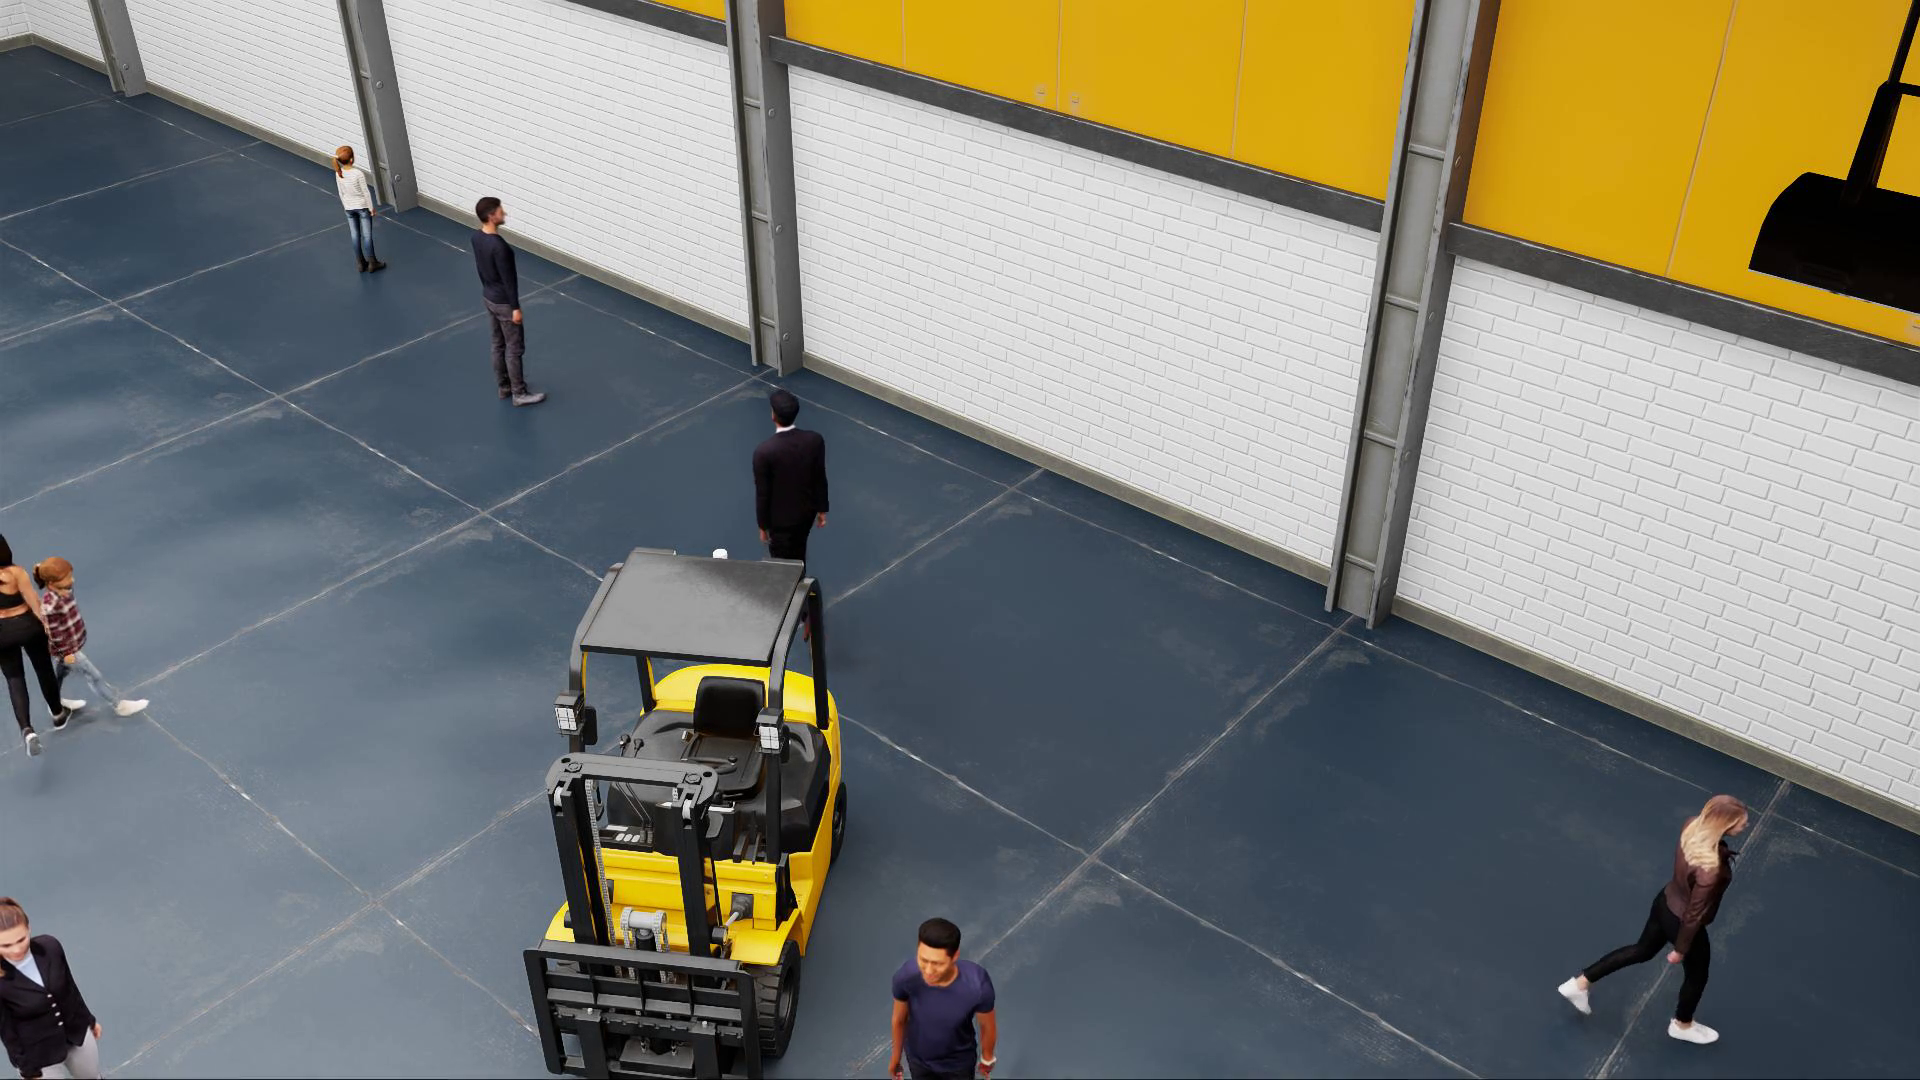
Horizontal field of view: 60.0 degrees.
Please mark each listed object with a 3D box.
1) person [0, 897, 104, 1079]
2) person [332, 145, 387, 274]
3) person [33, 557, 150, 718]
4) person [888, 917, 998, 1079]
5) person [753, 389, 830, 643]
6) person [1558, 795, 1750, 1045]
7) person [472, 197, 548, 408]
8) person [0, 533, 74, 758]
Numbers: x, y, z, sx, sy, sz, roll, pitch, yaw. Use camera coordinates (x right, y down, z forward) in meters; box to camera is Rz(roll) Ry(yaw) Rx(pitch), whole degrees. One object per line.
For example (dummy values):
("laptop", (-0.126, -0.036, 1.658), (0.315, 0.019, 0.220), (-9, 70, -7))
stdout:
("person", (-4.256, 2.372, 7.815), (0.608, 1.730, 0.620), (16, 37, 23))
("person", (-6.089, -3.342, 16.786), (0.544, 1.316, 0.621), (6, 34, 9))
("person", (-5.866, 0.686, 10.785), (0.933, 1.252, 0.908), (-7, 34, -11))
("person", (-0.049, 2.347, 7.806), (0.682, 1.783, 0.789), (12, 36, 18))
("person", (-1.132, -0.142, 11.477), (0.903, 1.863, 1.114), (-19, 38, -26))
("person", (3.604, 1.929, 8.531), (1.159, 1.676, 0.991), (3, 34, 5))
("person", (-3.955, -2.058, 14.358), (0.716, 1.866, 0.524), (-27, 42, -35))
("person", (-5.972, 0.640, 10.512), (0.854, 1.630, 1.012), (-11, 35, -16))
